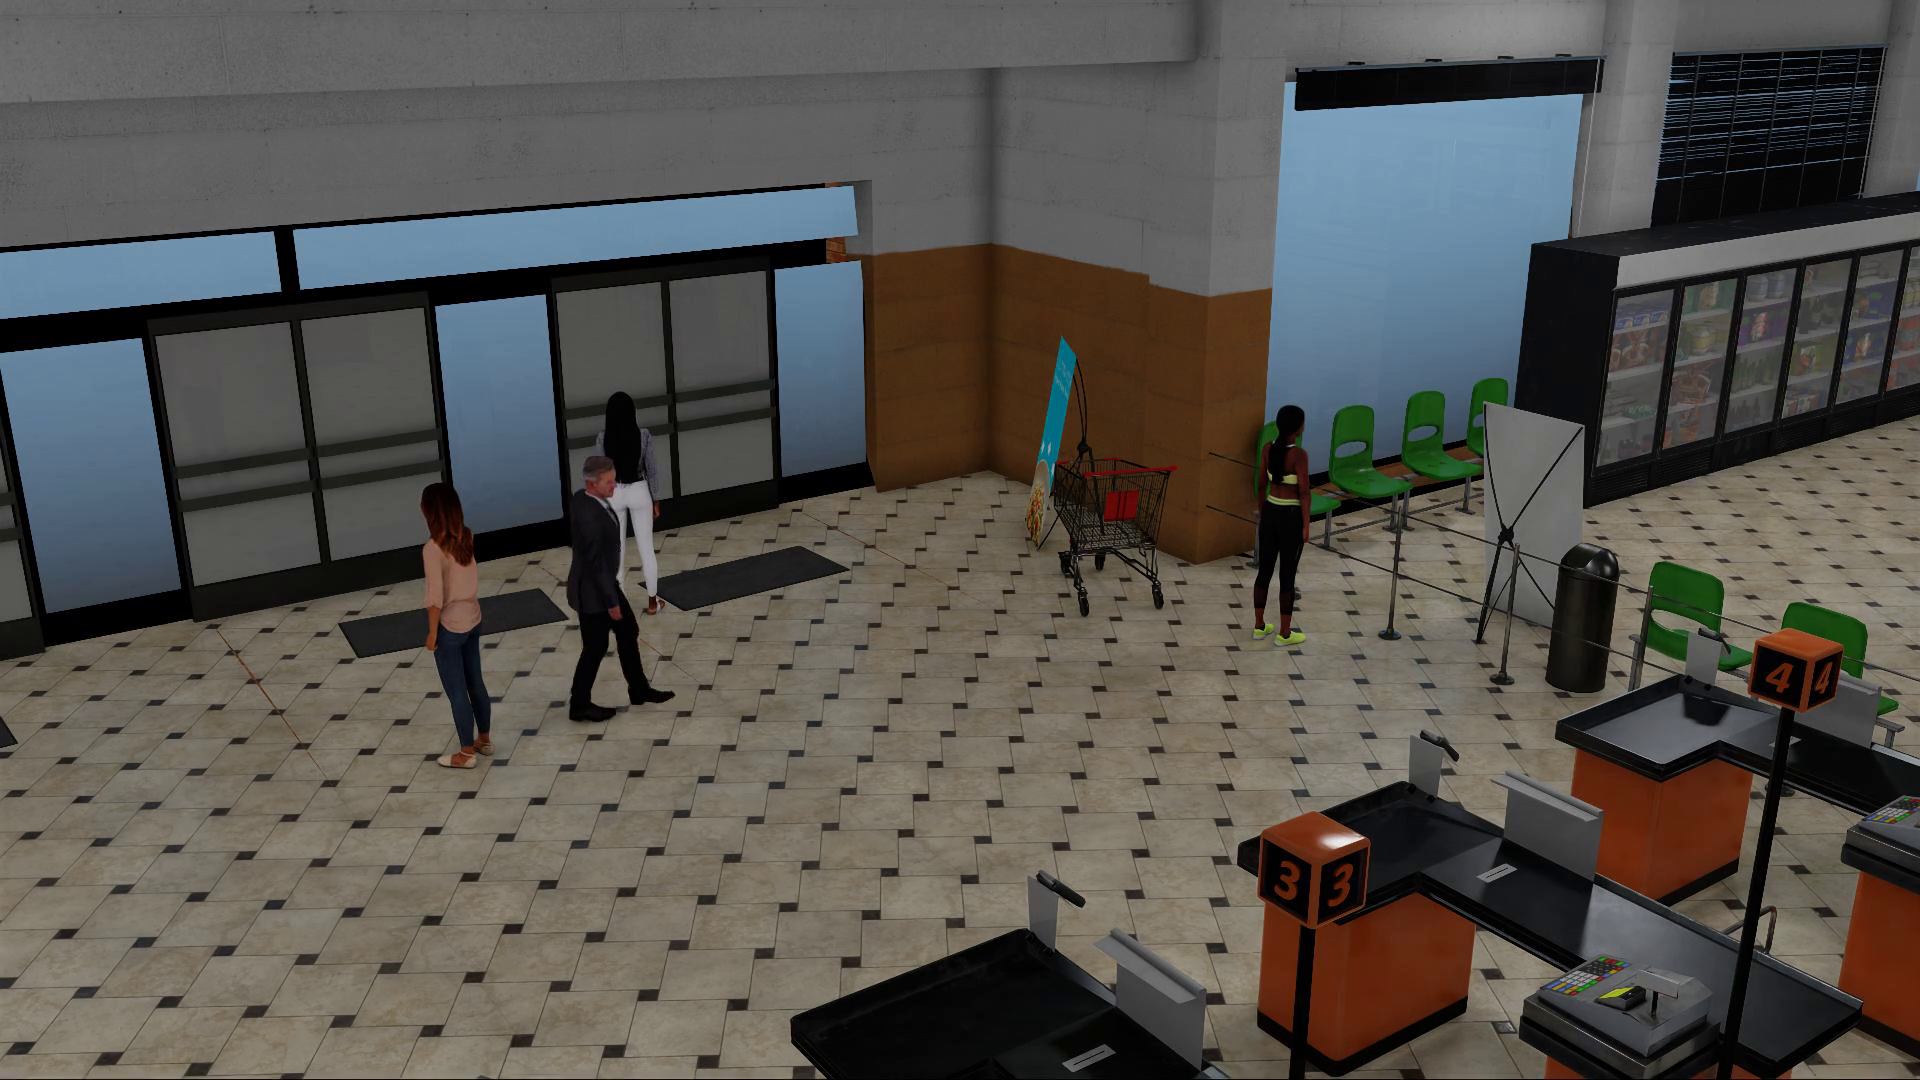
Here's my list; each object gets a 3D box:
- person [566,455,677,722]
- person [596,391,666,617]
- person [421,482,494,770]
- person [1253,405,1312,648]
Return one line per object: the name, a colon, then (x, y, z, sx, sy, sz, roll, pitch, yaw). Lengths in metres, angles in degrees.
person: (-2.378, 0.330, 10.539, 1.041, 1.804, 1.019, -5, 19, -16)
person: (-2.489, -0.275, 12.460, 0.669, 1.724, 0.661, -2, 19, -6)
person: (-3.032, 0.513, 10.015, 0.697, 1.792, 0.668, 7, 20, 19)
person: (2.299, -0.109, 11.922, 0.496, 1.753, 0.661, 17, 25, 42)
